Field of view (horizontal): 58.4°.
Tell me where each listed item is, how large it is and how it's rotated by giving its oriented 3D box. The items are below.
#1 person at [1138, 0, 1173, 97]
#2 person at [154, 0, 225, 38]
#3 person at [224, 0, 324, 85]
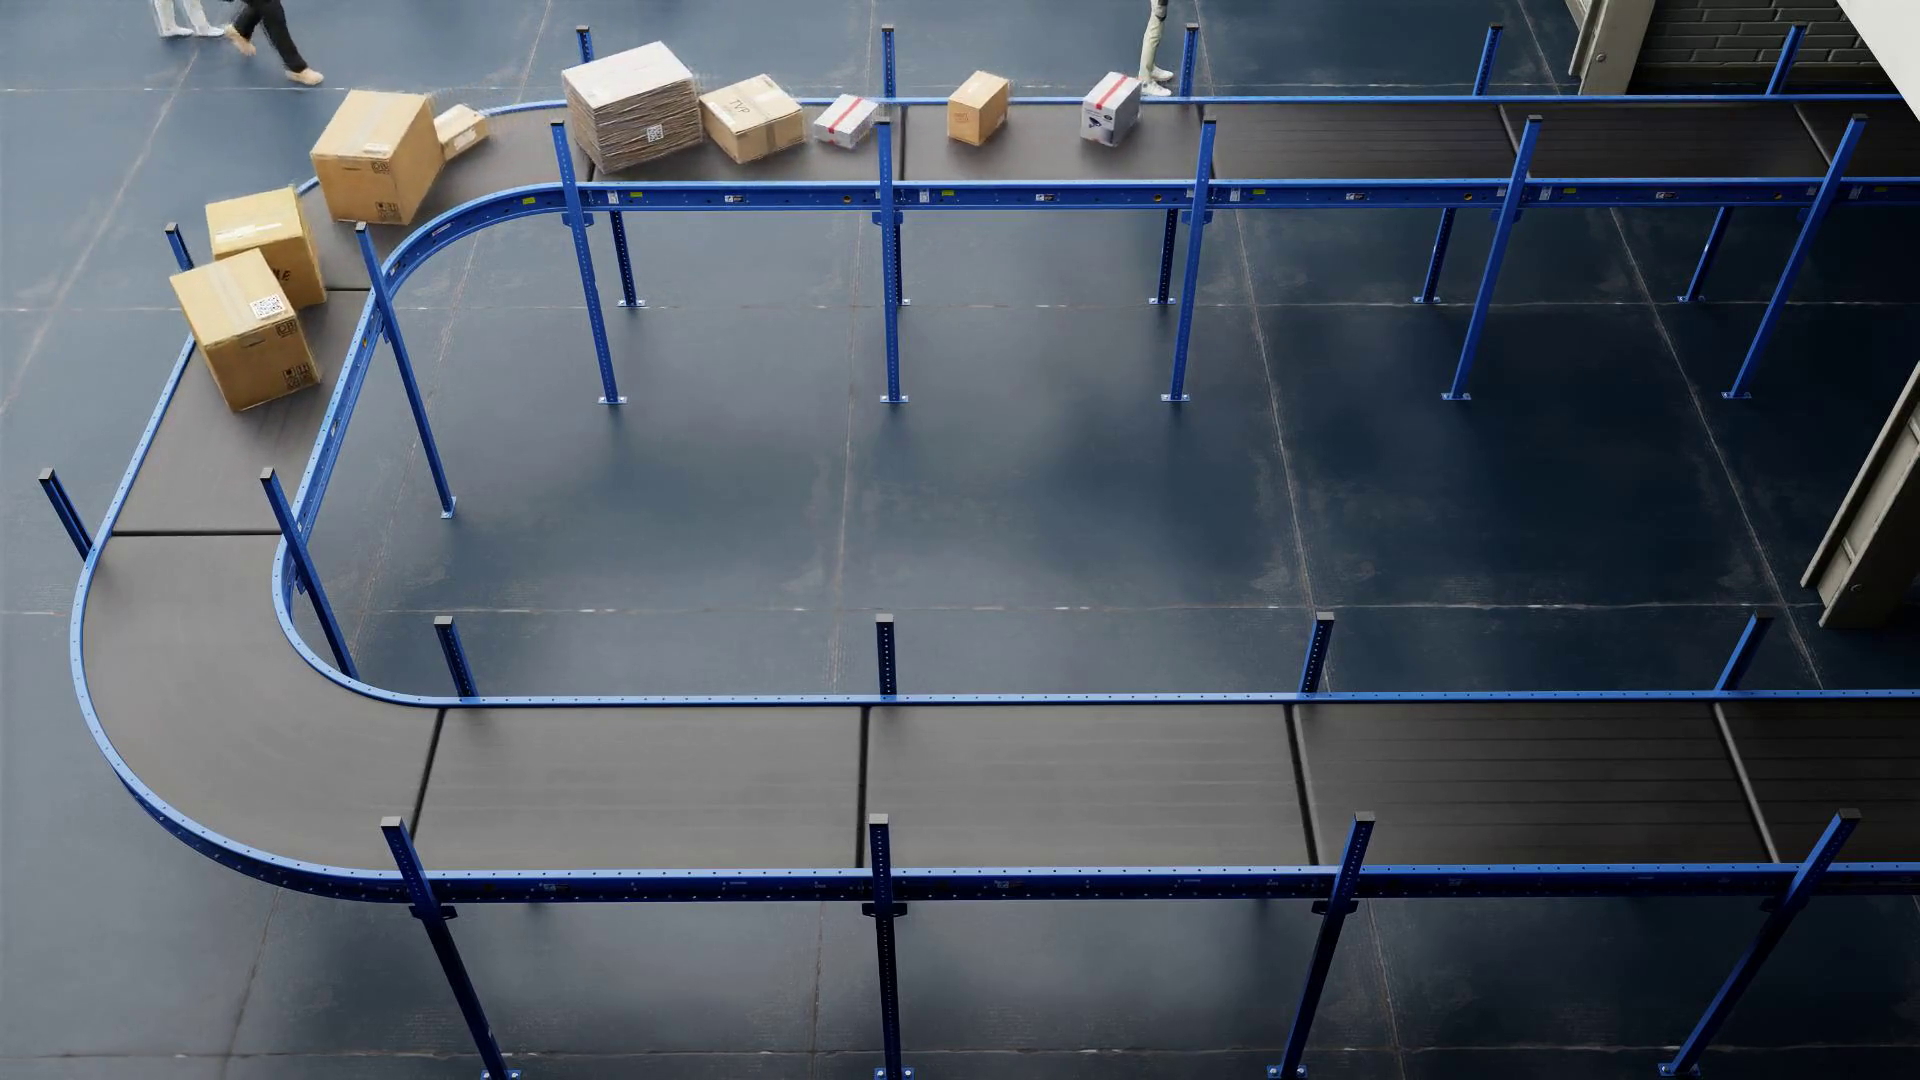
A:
[{"bbox_3d":[1.692,-4.590,14.291,0.318,1.865,0.520,4,47,4],"label":"person"},{"bbox_3d":[-6.874,-5.127,14.950,0.674,1.607,0.540,-13,48,-12],"label":"person"},{"bbox_3d":[-6.011,-4.820,14.412,0.921,2.000,0.686,12,48,11],"label":"person"}]
